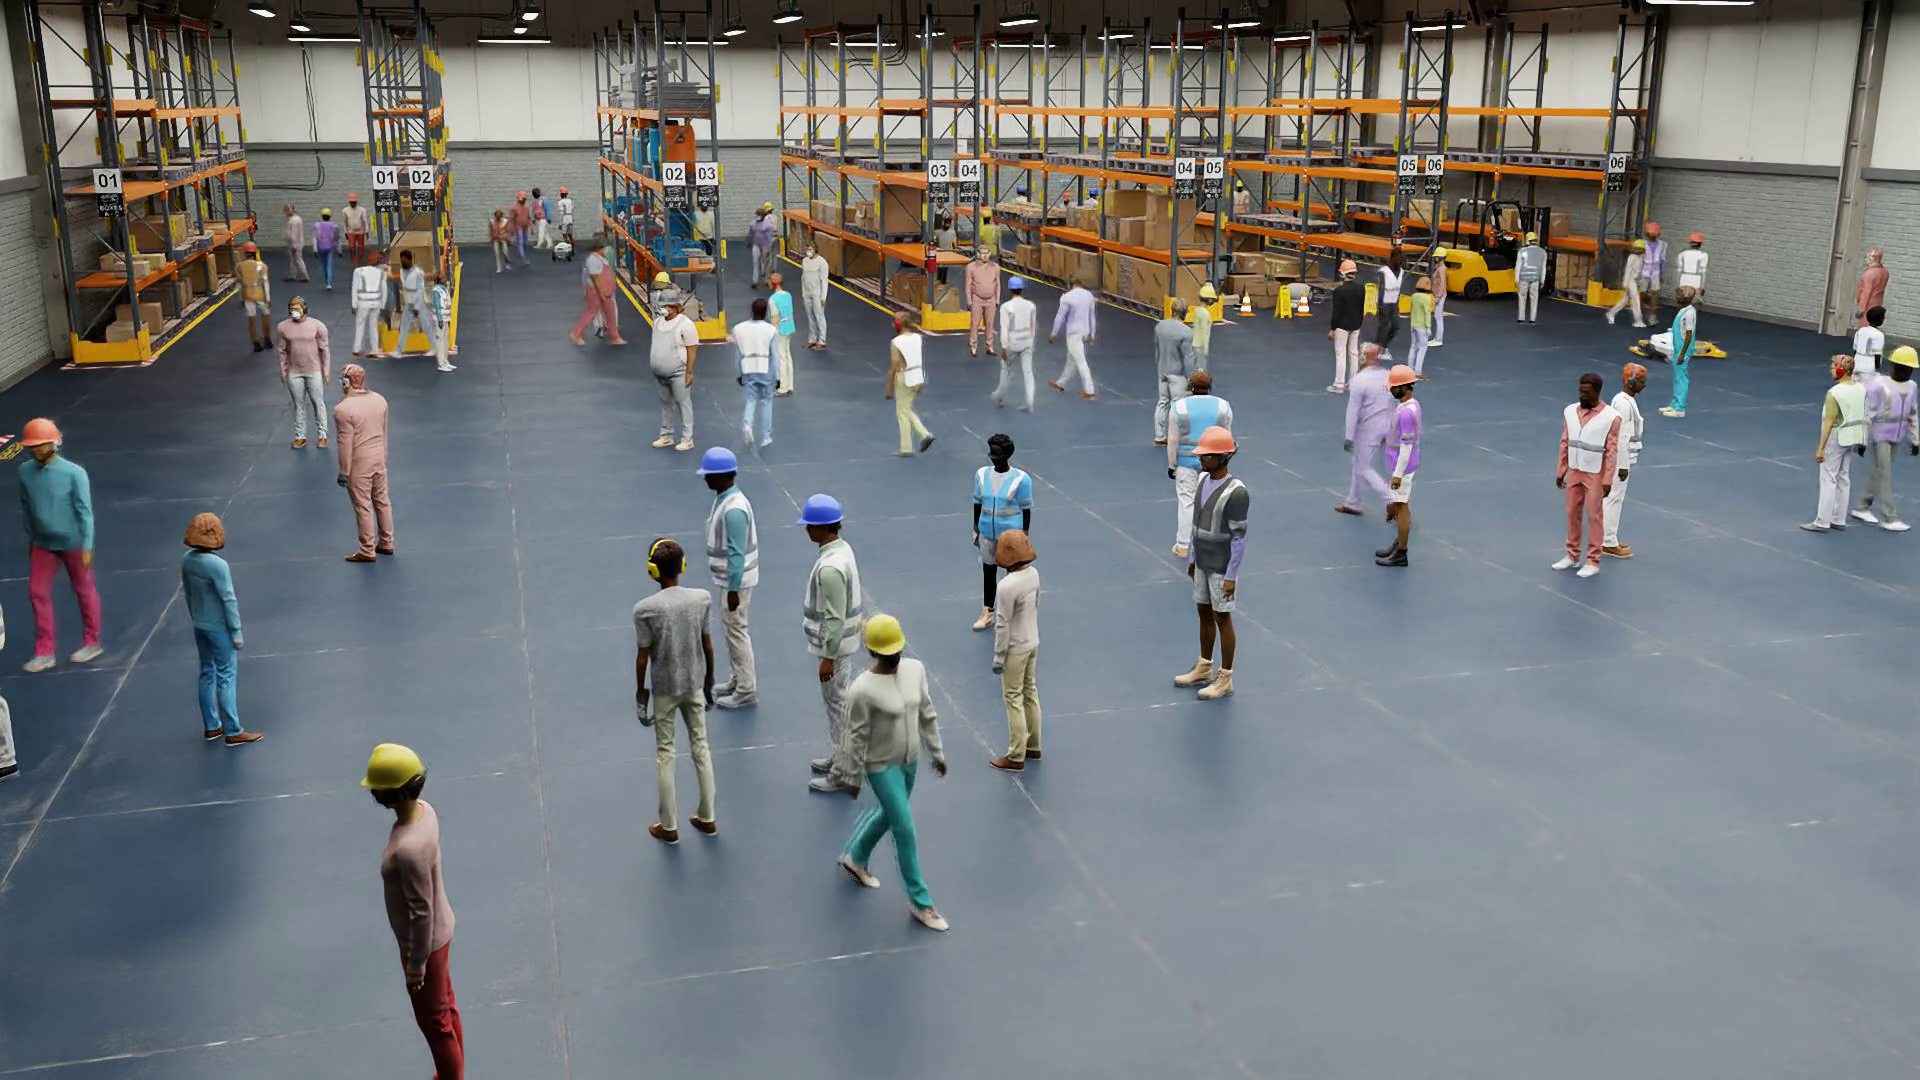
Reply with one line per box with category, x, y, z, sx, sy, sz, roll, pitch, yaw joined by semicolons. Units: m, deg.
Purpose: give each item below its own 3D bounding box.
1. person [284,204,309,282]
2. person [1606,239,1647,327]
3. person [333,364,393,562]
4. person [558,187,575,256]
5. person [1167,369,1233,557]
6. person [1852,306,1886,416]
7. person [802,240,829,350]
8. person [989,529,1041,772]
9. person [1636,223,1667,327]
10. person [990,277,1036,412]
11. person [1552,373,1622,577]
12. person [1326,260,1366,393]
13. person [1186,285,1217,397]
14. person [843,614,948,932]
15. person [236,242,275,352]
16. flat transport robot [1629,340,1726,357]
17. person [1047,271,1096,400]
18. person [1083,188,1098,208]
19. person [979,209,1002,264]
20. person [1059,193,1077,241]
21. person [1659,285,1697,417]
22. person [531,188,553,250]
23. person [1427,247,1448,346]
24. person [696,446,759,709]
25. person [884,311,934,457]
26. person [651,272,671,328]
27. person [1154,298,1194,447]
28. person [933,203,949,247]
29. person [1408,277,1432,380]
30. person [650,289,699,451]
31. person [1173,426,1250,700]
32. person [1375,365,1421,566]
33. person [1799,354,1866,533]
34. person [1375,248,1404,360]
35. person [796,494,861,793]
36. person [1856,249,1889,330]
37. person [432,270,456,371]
person;-16.129;-7.184;40.255;0.485;1.896;0.691;-4;15;-15
person;13.102;-5.045;32.553;0.834;1.701;0.518;14;20;42
person;-5.752;-0.737;15.966;0.402;1.911;0.639;6;16;21
person;-11.124;-8.972;46.897;0.361;1.938;0.545;7;16;25
person;2.305;-0.742;16.111;0.627;1.844;0.429;-1;15;-5
person;12.052;-2.260;22.100;0.317;1.695;0.540;-1;15;-3
person;-2.574;-4.331;29.452;0.625;1.933;0.374;14;21;43
person;0.376;0.723;11.015;0.280;1.624;0.494;7;17;26
person;13.452;-5.152;32.390;0.632;2.003;0.946;2;15;6
person;0.798;-2.798;23.736;0.640;1.893;0.990;-8;17;-27
person;5.855;-0.622;15.543;0.409;1.908;0.597;-10;18;-32
person;5.836;-3.226;25.163;0.611;1.996;0.379;-8;17;-28
person;3.494;-2.792;24.005;0.383;1.755;0.539;-3;15;-10
person;-0.377;1.199;9.043;0.863;1.719;0.529;12;19;39
person;-12.414;-4.299;29.351;0.575;1.911;0.750;-1;15;-5
flat transport robot;12.438;-3.325;28.840;1.431;0.197;0.652;2;15;6
person;1.667;-3.053;24.716;1.020;1.878;0.638;13;20;40
person;3.661;-8.774;46.155;0.615;1.932;0.414;11;18;35
person;0.650;-6.565;37.905;0.612;1.900;0.624;0;15;2
person;3.098;-9.159;48.028;0.581;1.705;0.612;10;18;33
person;10.069;-2.638;23.238;0.346;1.846;0.505;4;15;13
person;-12.357;-9.424;48.880;0.644;1.792;0.902;13;20;40
person;8.584;-4.368;29.901;0.313;1.767;0.533;4;15;14
person;-1.681;0.268;12.135;0.431;1.936;0.635;-4;15;-14
person;-0.658;-1.910;20.547;0.470;1.825;0.562;8;17;27
person;-4.627;-3.304;25.956;0.305;1.736;0.484;-10;18;-34
person;2.707;-2.088;21.022;0.384;1.928;0.635;-11;19;-36
person;-0.508;-8.085;43.733;0.506;1.847;0.343;12;19;39
person;7.291;-3.358;26.366;0.287;1.623;0.514;-5;16;-17
person;-3.665;-2.154;21.042;0.687;2.000;0.538;10;18;33
person;1.867;0.166;12.306;0.375;2.044;0.604;-7;16;-23
person;4.170;-0.706;15.806;0.366;1.930;0.542;4;15;15
person;8.986;-0.975;17.009;0.563;1.834;0.403;-9;18;-32
person;7.304;-4.014;28.312;0.606;1.898;0.456;-10;18;-34
person;-0.830;0.653;10.661;0.405;1.943;0.614;0;15;0
person;15.227;-3.906;27.891;0.643;1.910;0.400;-10;18;-34
person;-8.465;-3.588;27.206;0.314;1.642;0.514;0;15;-2
